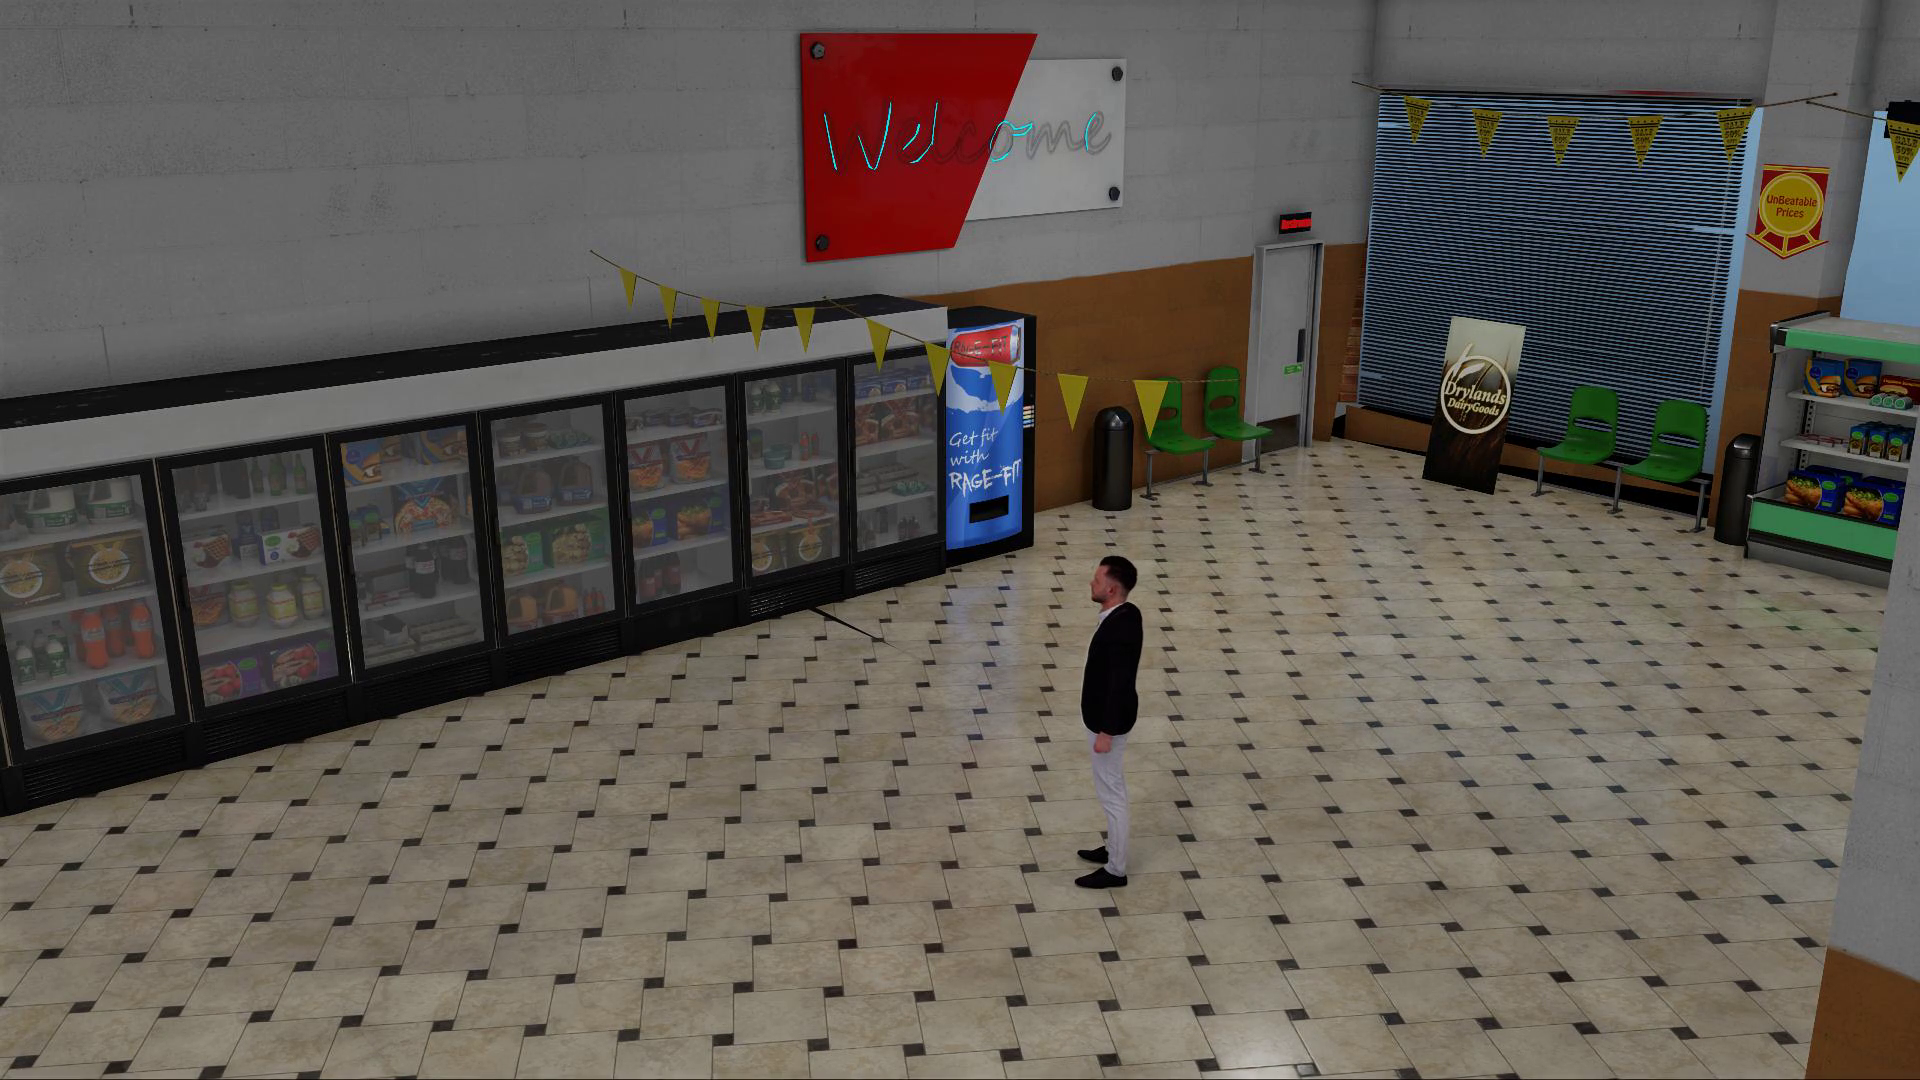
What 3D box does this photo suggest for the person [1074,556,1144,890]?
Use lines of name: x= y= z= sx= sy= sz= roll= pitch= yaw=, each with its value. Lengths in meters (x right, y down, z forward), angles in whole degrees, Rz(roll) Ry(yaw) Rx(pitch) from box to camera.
person: x=0.819 y=0.962 z=8.871 sx=0.776 sy=1.844 sz=0.737 roll=3 pitch=17 yaw=10
